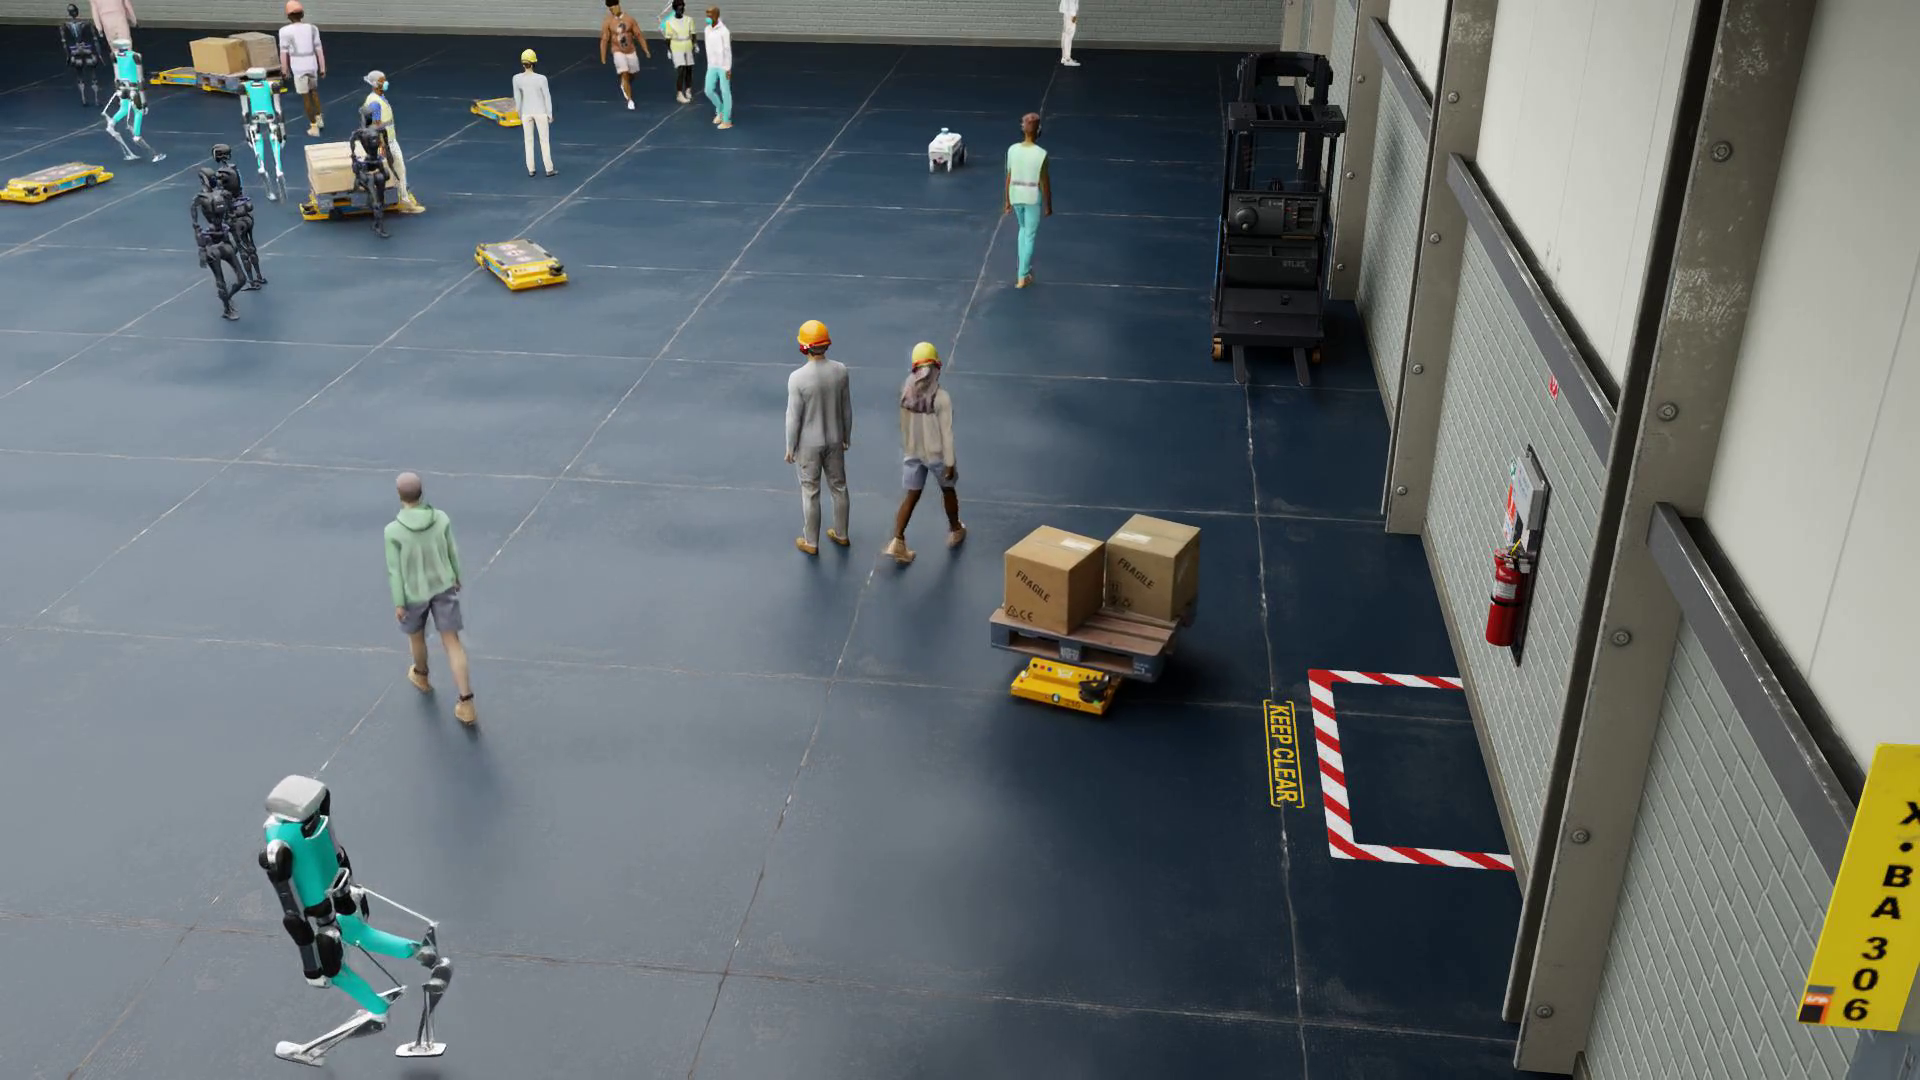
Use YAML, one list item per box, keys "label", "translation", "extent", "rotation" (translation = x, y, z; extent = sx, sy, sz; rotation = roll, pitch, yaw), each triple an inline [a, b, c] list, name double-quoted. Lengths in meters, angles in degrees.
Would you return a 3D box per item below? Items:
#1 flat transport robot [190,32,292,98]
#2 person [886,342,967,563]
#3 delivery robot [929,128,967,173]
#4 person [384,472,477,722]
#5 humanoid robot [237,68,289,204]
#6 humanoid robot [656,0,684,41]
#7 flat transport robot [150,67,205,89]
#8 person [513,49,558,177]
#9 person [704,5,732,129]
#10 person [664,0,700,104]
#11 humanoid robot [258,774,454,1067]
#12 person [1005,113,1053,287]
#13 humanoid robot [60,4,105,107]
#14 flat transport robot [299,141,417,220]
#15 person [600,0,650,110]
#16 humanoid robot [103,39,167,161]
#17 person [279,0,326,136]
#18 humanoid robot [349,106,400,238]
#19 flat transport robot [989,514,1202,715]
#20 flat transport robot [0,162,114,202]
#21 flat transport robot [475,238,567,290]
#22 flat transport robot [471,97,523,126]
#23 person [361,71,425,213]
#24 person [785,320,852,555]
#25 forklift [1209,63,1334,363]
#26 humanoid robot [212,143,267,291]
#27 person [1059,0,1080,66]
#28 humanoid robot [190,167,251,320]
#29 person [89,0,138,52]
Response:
- label: "flat transport robot"
  translation: [-12.432, -7.876, 28.861]
  extent: [1.431, 0.231, 0.659]
  rotation: [16, 31, 28]
- label: "person"
  translation: [-0.268, -0.671, 12.864]
  extent: [0.529, 1.729, 0.824]
  rotation: [12, 29, 23]
- label: "delivery robot"
  translation: [-0.212, -5.674, 24.133]
  extent: [0.499, 0.583, 0.767]
  rotation: [6, 27, 12]
- label: "person"
  translation: [-3.458, 0.345, 10.854]
  extent: [0.493, 1.693, 0.927]
  rotation: [-18, 32, -32]
- label: "humanoid robot"
  translation: [-9.255, -5.277, 22.162]
  extent: [0.547, 1.898, 0.733]
  rotation: [-6, 27, -12]
- label: "humanoid robot"
  translation: [-5.521, -10.157, 31.627]
  extent: [0.735, 1.677, 0.533]
  rotation: [-7, 28, -14]
- label: "flat transport robot"
  translation: [-13.557, -8.205, 29.519]
  extent: [1.431, 0.231, 0.659]
  rotation: [8, 28, 15]
- label: "person"
  translation: [-6.003, -6.016, 23.478]
  extent: [0.524, 1.768, 0.314]
  rotation: [2, 27, 4]
- label: "person"
  translation: [-3.795, -7.420, 26.137]
  extent: [0.506, 1.903, 0.430]
  rotation: [15, 30, 28]
- label: "person"
  translation: [-4.667, -8.247, 28.022]
  extent: [0.541, 1.673, 0.447]
  rotation: [-23, 35, -38]
- label: "humanoid robot"
  translation: [-2.818, 1.856, 7.798]
  extent: [1.027, 1.739, 0.565]
  rotation: [2, 27, 3]
- label: "person"
  translation: [0.826, -3.913, 19.063]
  extent: [0.525, 1.957, 0.706]
  rotation: [14, 30, 26]
- label: "humanoid robot"
  translation: [-14.557, -8.044, 27.620]
  extent: [0.592, 1.652, 0.331]
  rotation: [-8, 28, -16]
- label: "flat transport robot"
  translation: [-7.994, -4.478, 22.079]
  extent: [1.431, 0.231, 0.659]
  rotation: [-12, 29, -22]
- label: "person"
  translation: [-5.593, -8.130, 27.639]
  extent: [0.779, 1.816, 0.734]
  rotation: [-12, 29, -22]
- label: "humanoid robot"
  translation: [-12.115, -6.301, 24.111]
  extent: [0.537, 1.784, 0.881]
  rotation: [9, 28, 17]
- label: "person"
  translation: [-10.202, -7.308, 25.783]
  extent: [0.669, 2.021, 0.627]
  rotation: [23, 35, 38]
- label: "humanoid robot"
  translation: [-7.289, -4.600, 20.778]
  extent: [0.671, 1.637, 0.616]
  rotation: [20, 33, 35]
- label: "flat transport robot"
  translation: [0.924, 0.741, 11.660]
  extent: [0.659, 0.231, 1.431]
  rotation: [11, 29, 21]
- label: "flat transport robot"
  translation: [-12.537, -4.959, 23.038]
  extent: [0.659, 0.231, 1.431]
  rotation: [9, 28, 17]
- label: "flat transport robot"
  translation: [-5.214, -3.276, 19.678]
  extent: [0.659, 0.231, 1.431]
  rotation: [-15, 30, -28]
- label: "flat transport robot"
  translation: [-7.361, -6.965, 27.043]
  extent: [0.659, 0.231, 1.431]
  rotation: [-19, 32, -33]
- label: "person"
  translation: [-7.514, -5.149, 21.628]
  extent: [0.780, 1.872, 0.545]
  rotation: [-1, 27, -2]
- label: "person"
  translation: [-1.095, -0.793, 12.922]
  extent: [0.563, 1.890, 0.380]
  rotation: [-16, 31, -28]
- label: "forklift"
  translation: [3.241, -3.477, 17.183]
  extent: [1.129, 2.768, 1.873]
  rotation: [3, 27, 6]
- label: "humanoid robot"
  translation: [-8.219, -3.672, 18.882]
  extent: [0.315, 1.657, 0.599]
  rotation: [1, 27, 1]
- label: "person"
  translation: [2.041, -9.779, 30.868]
  extent: [0.407, 1.872, 0.512]
  rotation: [-4, 27, -7]
- label: "humanoid robot"
  translation: [-8.022, -3.202, 17.950]
  extent: [0.406, 1.647, 0.602]
  rotation: [14, 30, 25]
- label: "person"
  translation: [-15.115, -9.236, 29.789]
  extent: [0.657, 1.864, 0.860]
  rotation: [-8, 28, -15]
